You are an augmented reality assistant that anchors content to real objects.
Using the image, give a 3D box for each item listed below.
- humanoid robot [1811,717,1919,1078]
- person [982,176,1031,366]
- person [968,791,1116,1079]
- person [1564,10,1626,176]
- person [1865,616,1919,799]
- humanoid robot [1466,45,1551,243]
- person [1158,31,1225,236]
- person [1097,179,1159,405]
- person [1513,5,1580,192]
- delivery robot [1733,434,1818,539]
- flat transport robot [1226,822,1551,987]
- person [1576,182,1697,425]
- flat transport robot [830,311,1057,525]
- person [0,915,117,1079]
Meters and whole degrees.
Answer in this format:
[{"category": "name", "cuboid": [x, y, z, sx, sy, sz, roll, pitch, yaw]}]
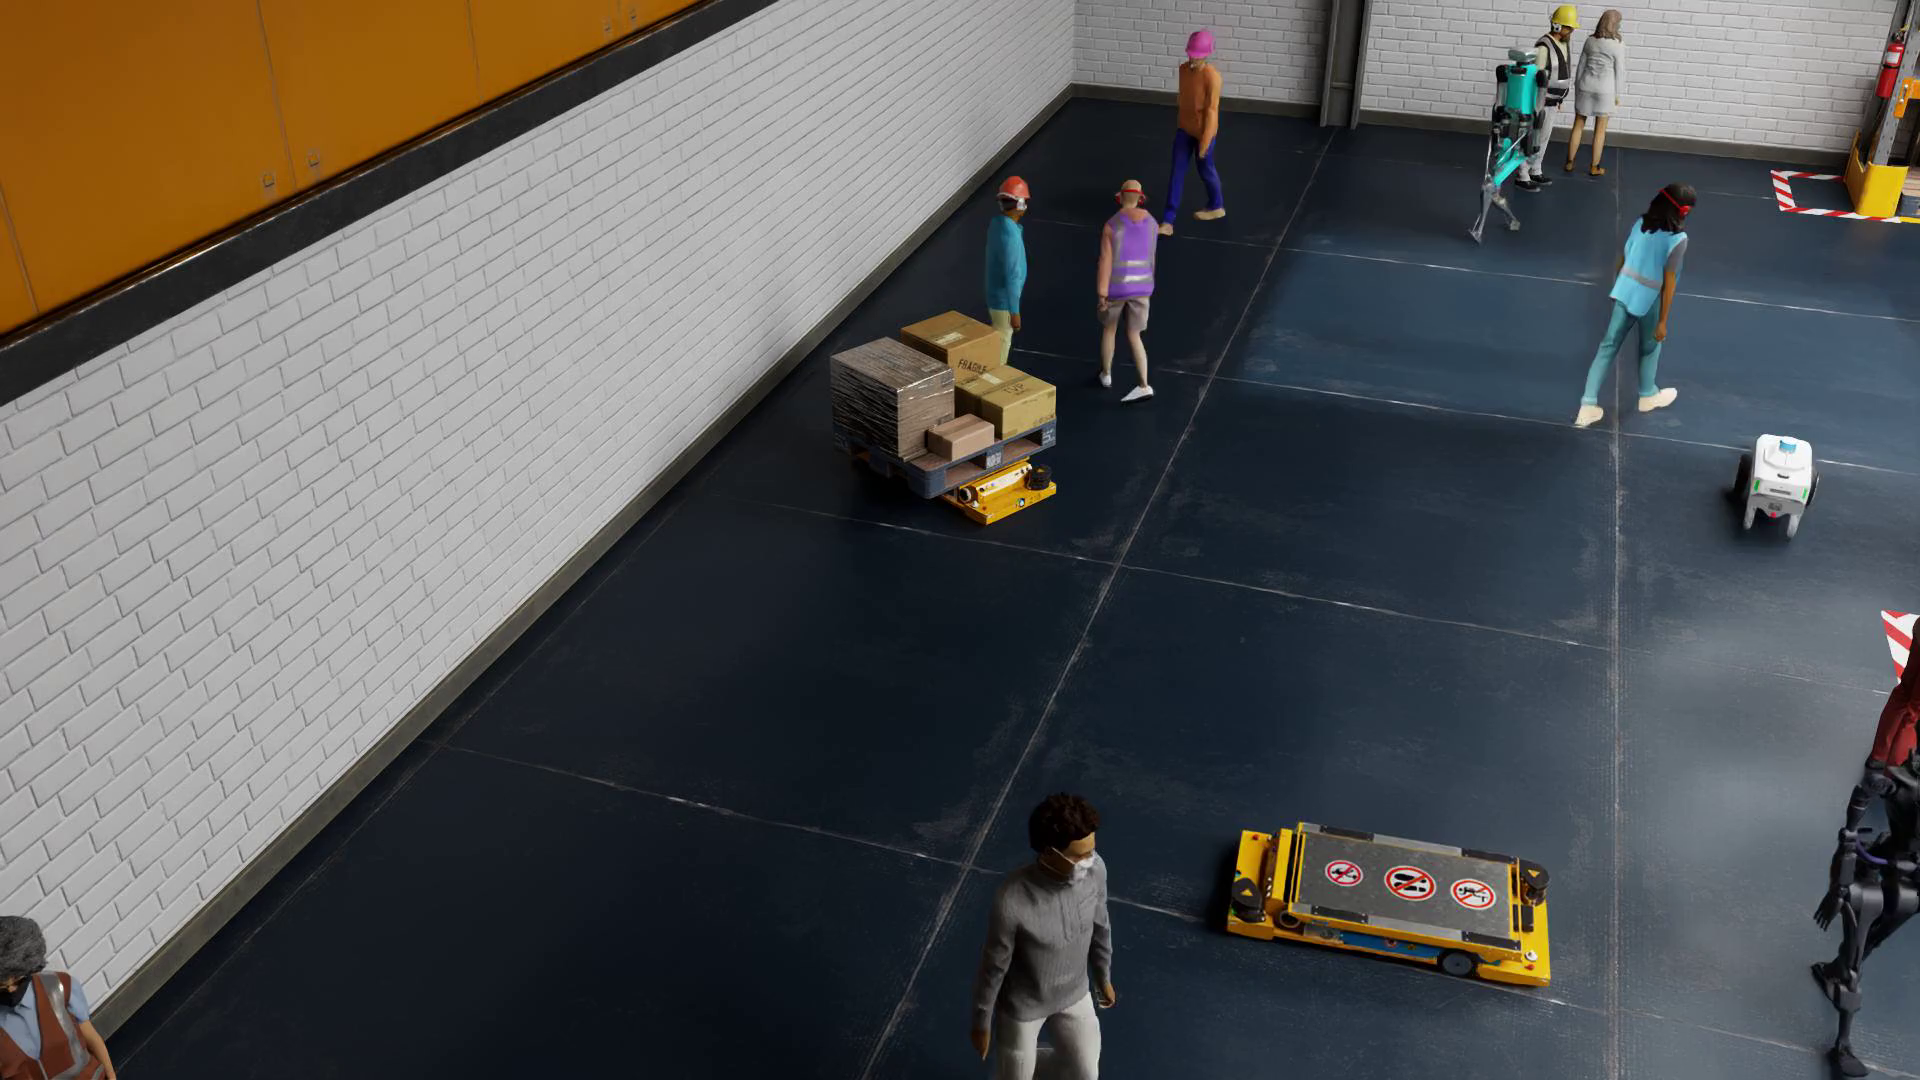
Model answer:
[{"category": "humanoid robot", "cuboid": [3.872, 1.432, 6.832, 0.601, 1.632, 0.741, 0, 30, 1]}, {"category": "person", "cuboid": [0.343, -1.788, 12.230, 0.370, 1.731, 0.718, -2, 31, -4]}, {"category": "person", "cuboid": [0.281, 1.662, 6.200, 0.614, 1.889, 0.501, -17, 34, -26]}, {"category": "person", "cuboid": [6.530, -4.585, 17.048, 0.485, 1.661, 0.342, 23, 38, 34]}, {"category": "person", "cuboid": [4.902, 0.521, 8.262, 0.311, 1.768, 0.522, 7, 31, 12]}, {"category": "humanoid robot", "cuboid": [4.975, -3.628, 15.396, 0.987, 1.773, 0.580, -23, 37, -34]}, {"category": "person", "cuboid": [2.191, -3.820, 15.514, 1.001, 1.909, 0.556, -26, 39, -37]}, {"category": "person", "cuboid": [1.245, -1.823, 12.358, 0.487, 1.647, 0.717, -5, 31, -9]}, {"category": "person", "cuboid": [5.859, -4.411, 16.605, 0.403, 1.821, 0.595, 25, 39, 36]}, {"category": "delivery robot", "cuboid": [5.433, -0.408, 11.034, 0.499, 0.592, 0.774, 13, 33, 21]}, {"category": "flat transport robot", "cuboid": [2.004, 1.677, 7.773, 1.431, 0.231, 0.659, 8, 31, 13]}, {"category": "person", "cuboid": [4.954, -1.715, 12.003, 0.956, 1.812, 0.683, -15, 33, -23]}, {"category": "flat transport robot", "cuboid": [-0.067, -0.537, 11.539, 0.659, 0.231, 1.431, -25, 38, -35]}, {"category": "person", "cuboid": [-3.186, 1.989, 5.848, 0.431, 1.681, 0.318, -26, 39, -37]}]
